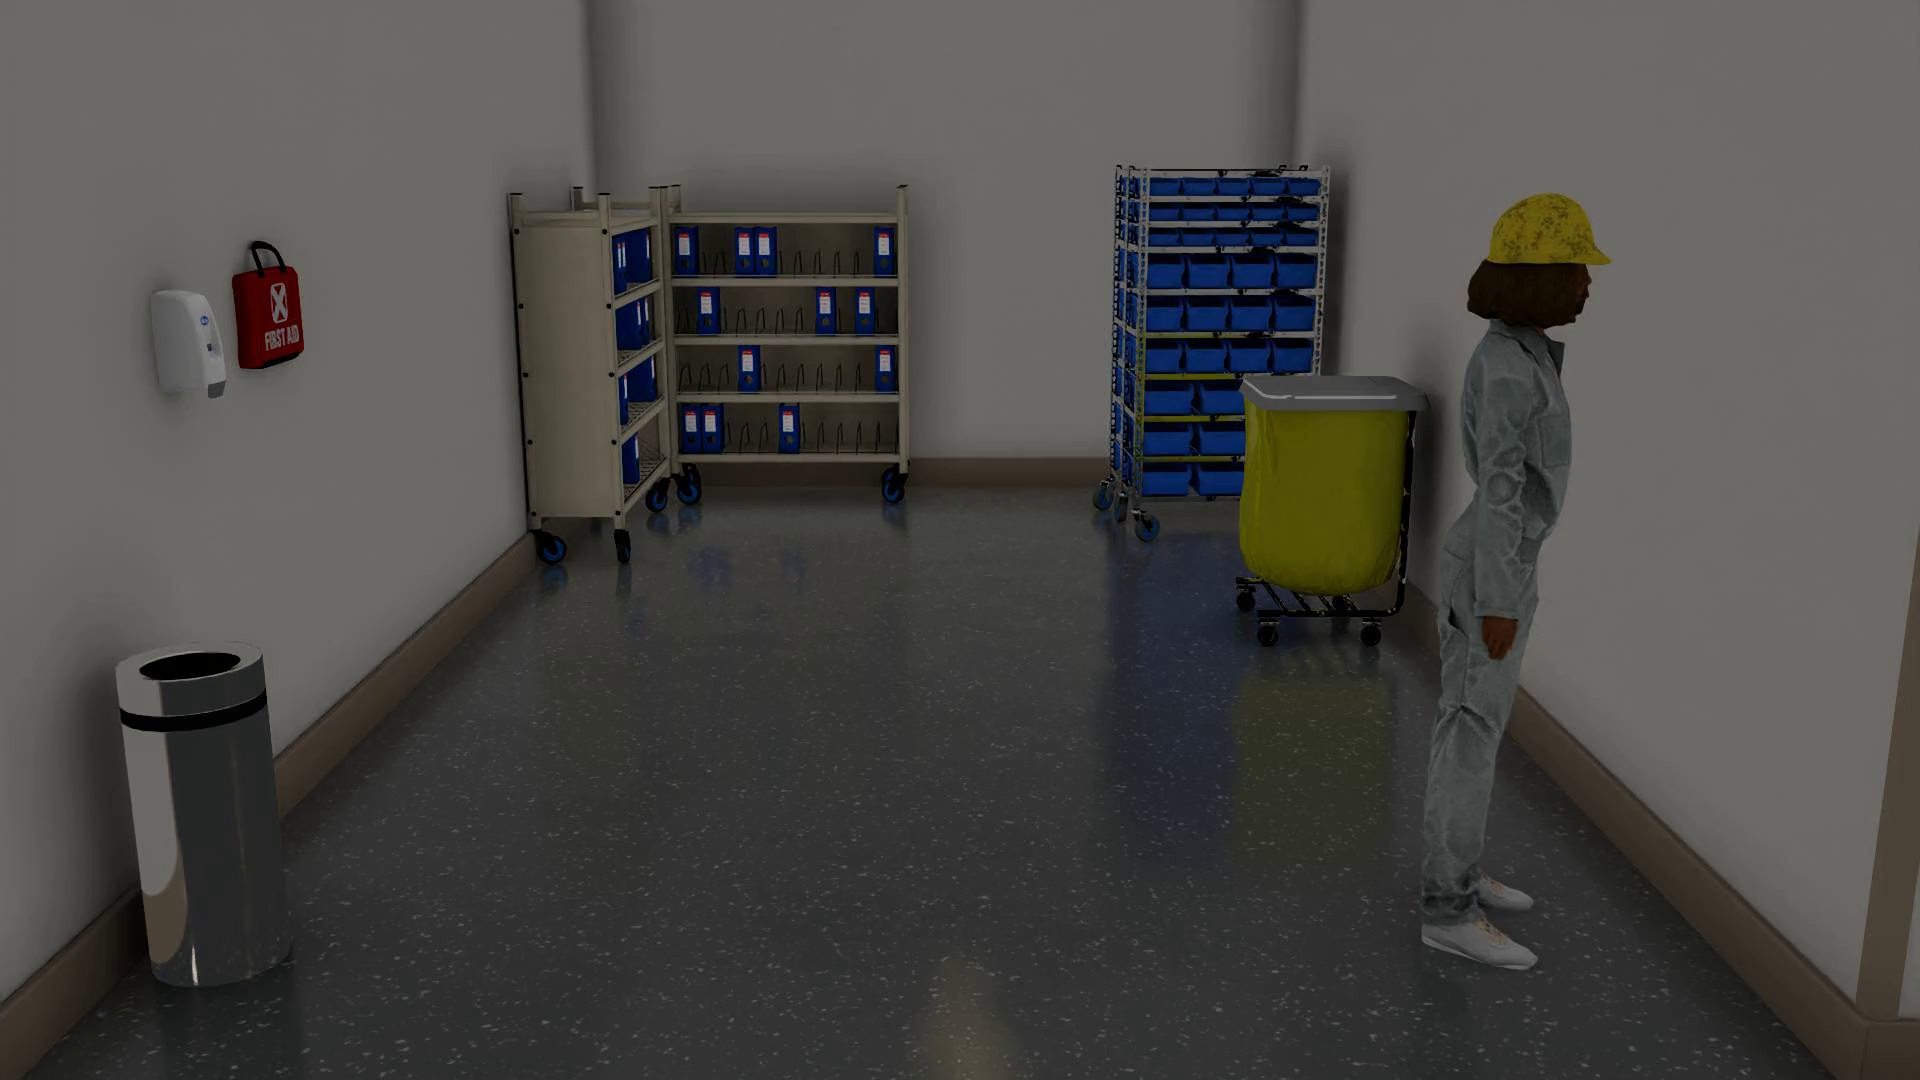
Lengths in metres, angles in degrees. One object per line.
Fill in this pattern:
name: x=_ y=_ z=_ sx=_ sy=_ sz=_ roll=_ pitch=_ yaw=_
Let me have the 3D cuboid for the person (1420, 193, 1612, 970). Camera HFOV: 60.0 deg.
person: x=1.263 y=0.093 z=3.821 sx=0.317 sy=1.743 sz=0.488 roll=5 pitch=14 yaw=20
